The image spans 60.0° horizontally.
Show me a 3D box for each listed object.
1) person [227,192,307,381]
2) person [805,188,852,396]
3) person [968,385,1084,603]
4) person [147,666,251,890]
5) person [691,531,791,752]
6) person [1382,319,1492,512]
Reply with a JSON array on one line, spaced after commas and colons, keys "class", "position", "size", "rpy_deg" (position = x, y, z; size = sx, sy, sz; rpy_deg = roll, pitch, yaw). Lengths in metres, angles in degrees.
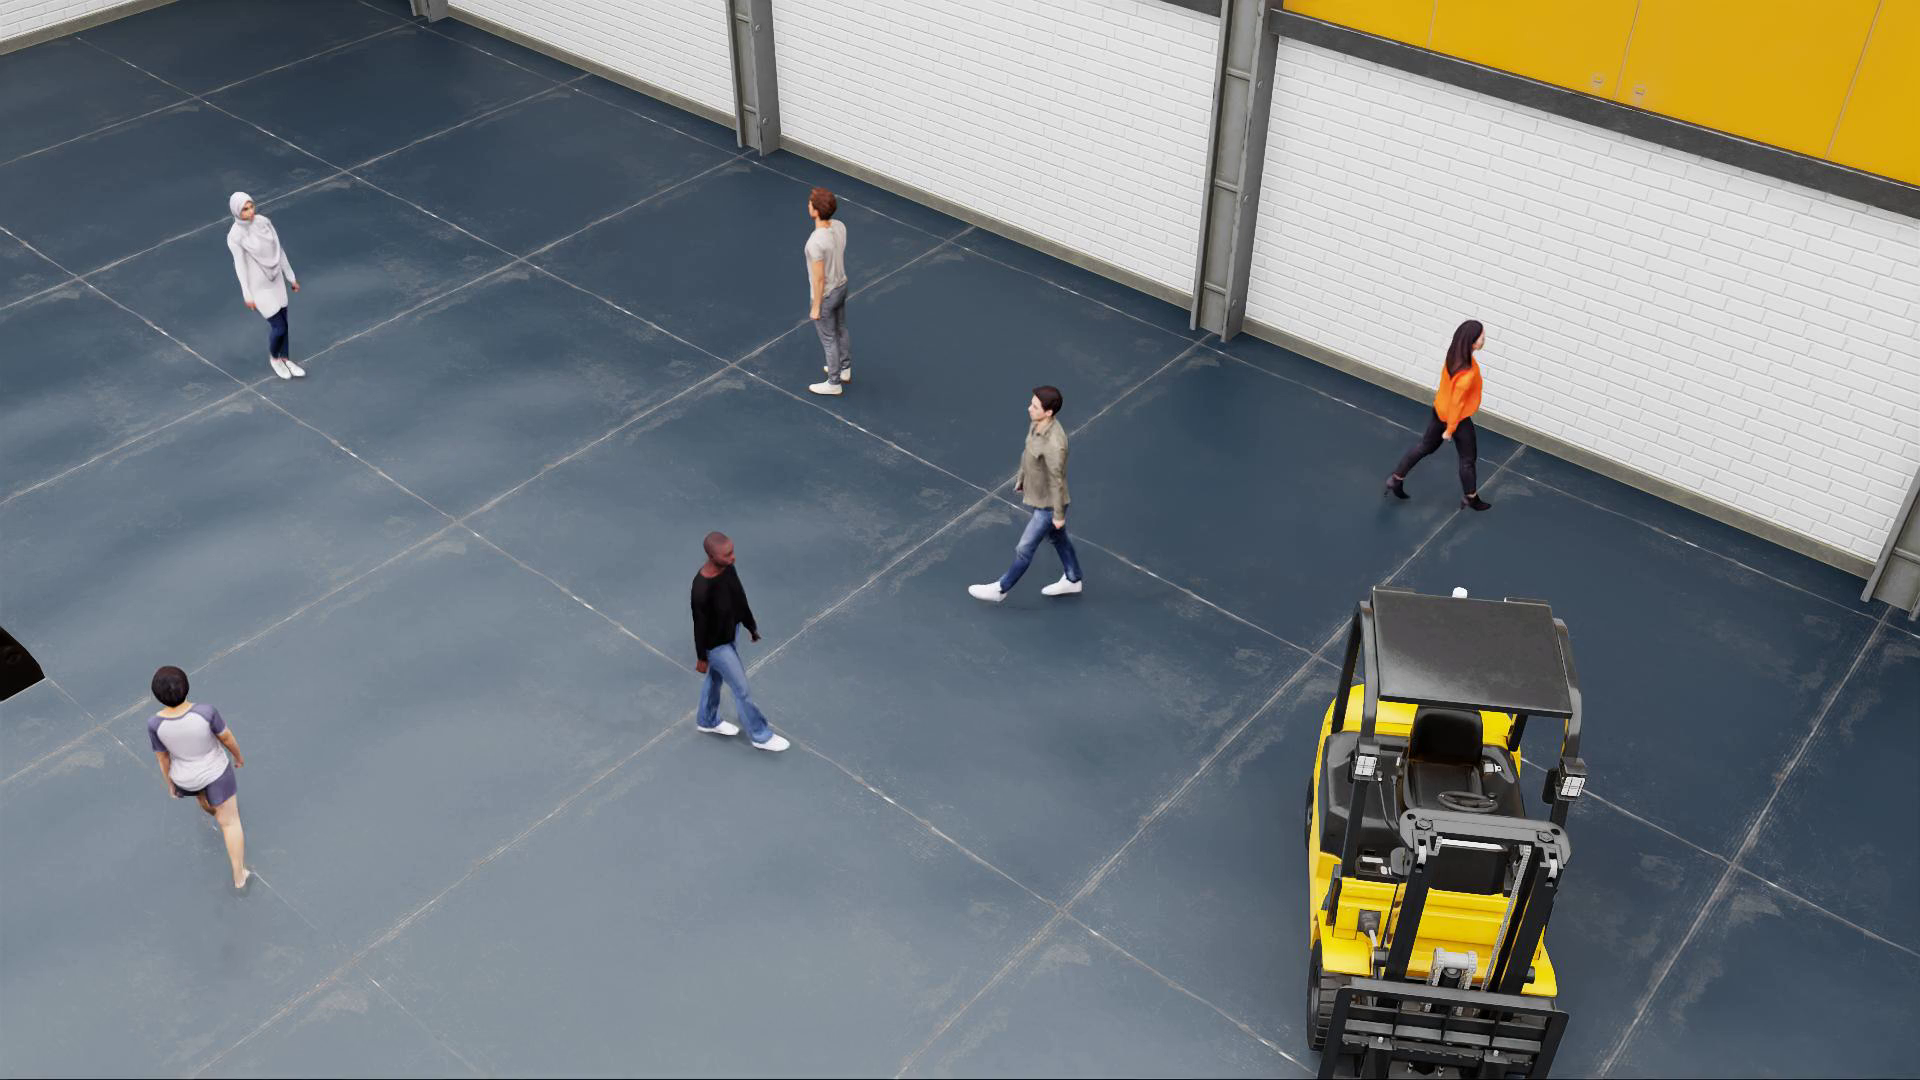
[{"class": "person", "position": [-6.022, -2.201, 14.311], "size": [0.641, 1.767, 0.664], "rpy_deg": [17, 42, 20]}, {"class": "person", "position": [-1.108, -2.099, 14.079], "size": [0.664, 1.898, 0.719], "rpy_deg": [15, 41, 18]}, {"class": "person", "position": [0.705, -0.295, 11.878], "size": [1.208, 1.825, 1.170], "rpy_deg": [-5, 39, -6]}, {"class": "person", "position": [-4.529, 1.435, 9.956], "size": [0.948, 1.520, 1.110], "rpy_deg": [-10, 40, -12]}, {"class": "person", "position": [-1.636, 0.630, 10.799], "size": [1.030, 1.725, 0.846], "rpy_deg": [11, 40, 13]}, {"class": "person", "position": [3.702, -0.949, 12.786], "size": [1.135, 1.713, 1.055], "rpy_deg": [-1, 39, -1]}]
